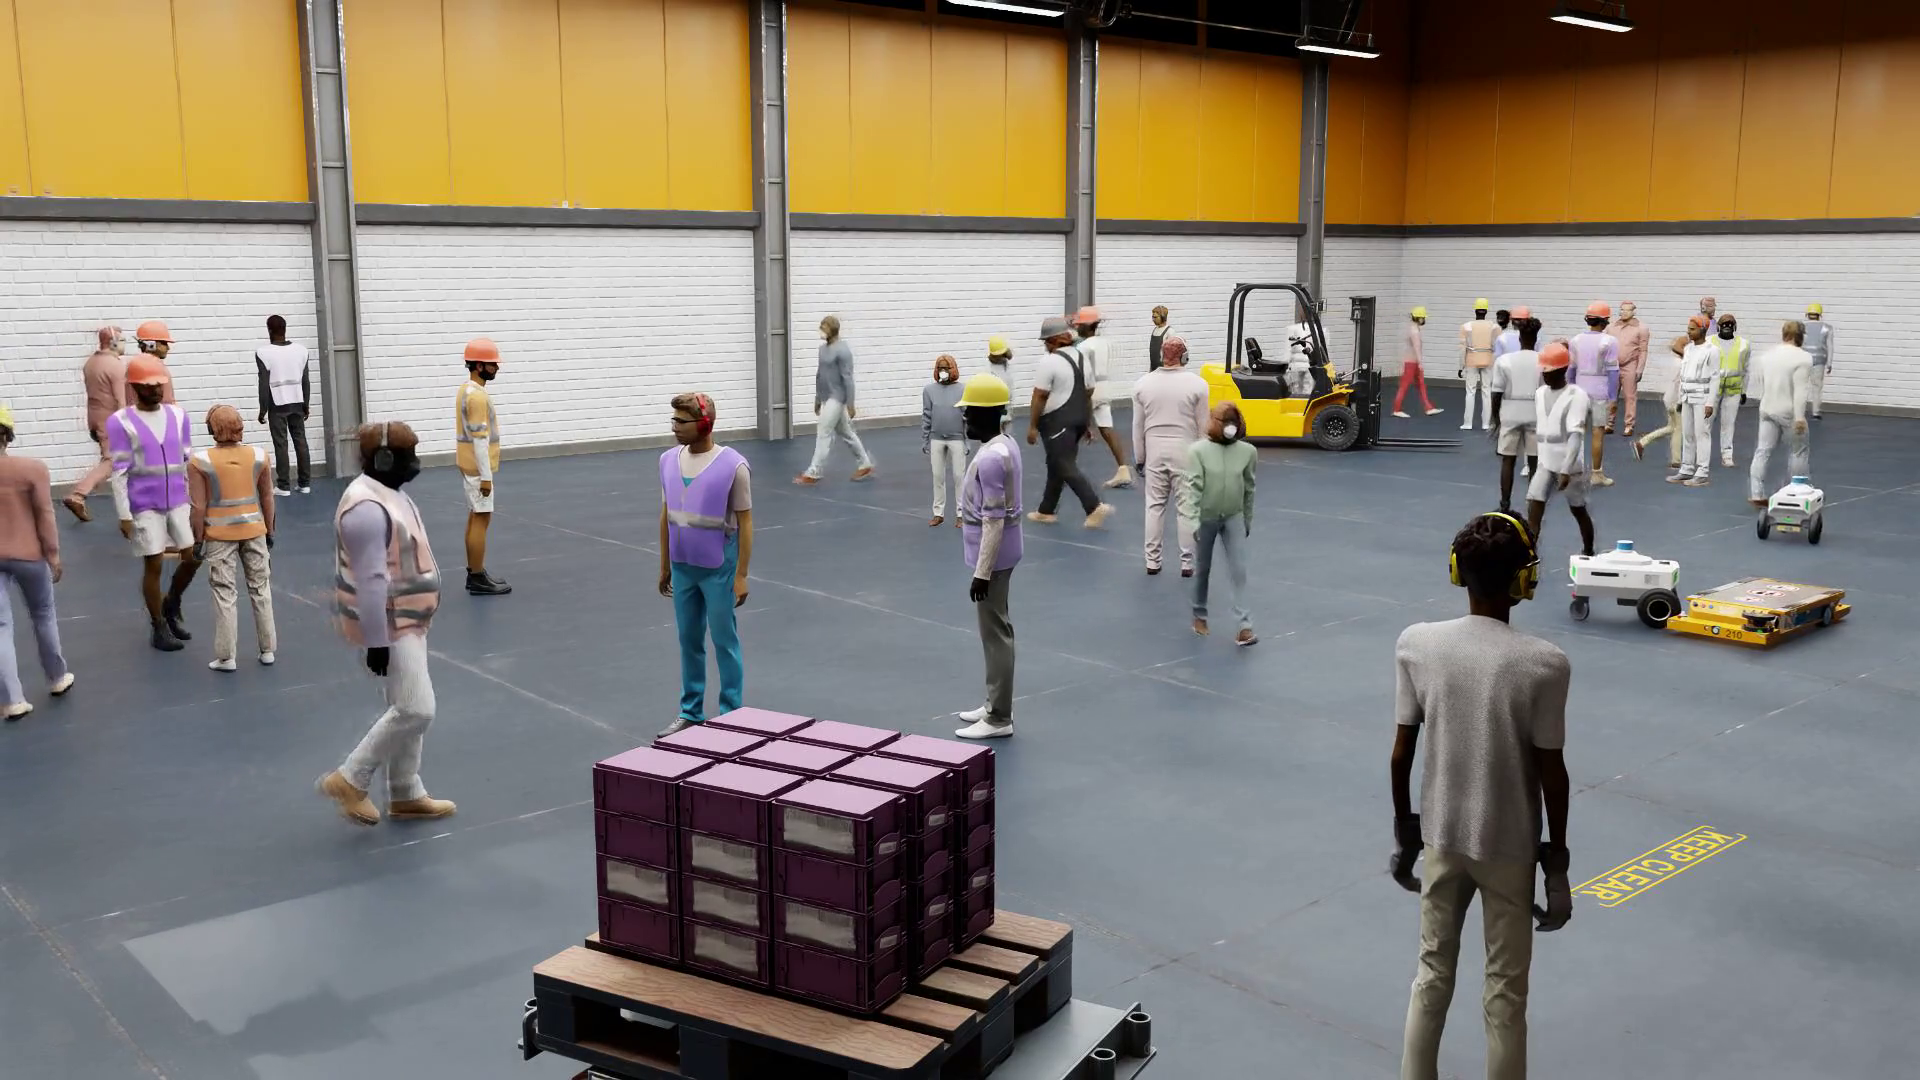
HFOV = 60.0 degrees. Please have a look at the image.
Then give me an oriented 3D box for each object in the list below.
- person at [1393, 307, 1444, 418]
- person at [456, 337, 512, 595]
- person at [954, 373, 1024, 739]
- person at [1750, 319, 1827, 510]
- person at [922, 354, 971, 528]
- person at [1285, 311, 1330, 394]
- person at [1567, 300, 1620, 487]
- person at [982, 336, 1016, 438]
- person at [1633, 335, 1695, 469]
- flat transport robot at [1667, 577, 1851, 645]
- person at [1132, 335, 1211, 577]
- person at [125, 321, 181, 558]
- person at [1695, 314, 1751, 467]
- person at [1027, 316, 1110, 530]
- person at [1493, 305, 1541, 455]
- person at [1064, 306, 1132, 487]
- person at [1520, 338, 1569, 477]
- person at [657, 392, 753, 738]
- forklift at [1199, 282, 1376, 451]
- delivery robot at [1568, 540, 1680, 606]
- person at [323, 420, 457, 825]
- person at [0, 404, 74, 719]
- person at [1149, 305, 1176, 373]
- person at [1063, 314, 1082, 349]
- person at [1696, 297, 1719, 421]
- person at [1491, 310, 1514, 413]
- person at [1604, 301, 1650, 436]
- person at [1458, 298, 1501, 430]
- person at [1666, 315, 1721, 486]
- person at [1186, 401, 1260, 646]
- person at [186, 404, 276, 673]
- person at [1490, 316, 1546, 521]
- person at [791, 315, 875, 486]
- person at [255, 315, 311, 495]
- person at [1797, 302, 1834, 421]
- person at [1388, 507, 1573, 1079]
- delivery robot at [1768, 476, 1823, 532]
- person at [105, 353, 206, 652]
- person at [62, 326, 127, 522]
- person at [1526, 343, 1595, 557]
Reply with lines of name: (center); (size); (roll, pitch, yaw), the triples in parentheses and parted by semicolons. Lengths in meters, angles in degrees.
person: (7.215, -2.768, 26.029); (0.848, 1.726, 0.555); (2, 10, 14)
person: (-3.573, -0.549, 12.479); (0.383, 1.932, 0.541); (-4, 11, -23)
person: (0.150, 0.086, 8.767); (0.363, 1.928, 0.587); (1, 10, 6)
person: (8.334, -1.246, 16.638); (0.921, 1.899, 0.656); (-3, 10, -18)
person: (-0.119, -0.924, 15.569); (0.501, 1.626, 0.282); (3, 10, 17)
person: (4.951, -2.430, 23.705); (0.596, 1.850, 0.637); (4, 11, 24)
person: (6.998, -1.613, 18.364); (0.368, 2.048, 0.608); (-7, 12, -35)
person: (0.454, -1.326, 17.704); (0.419, 1.698, 0.659); (8, 13, 39)
person: (8.450, -1.644, 19.847); (0.620, 1.611, 0.500); (4, 11, 24)
flat transport robot: (5.482, 0.468, 11.375); (1.431, 0.197, 0.652); (-9, 13, -42)
person: (1.693, -0.660, 13.195); (0.638, 1.911, 0.402); (5, 11, 25)
person: (-6.782, -0.849, 14.057); (0.612, 1.990, 0.392); (7, 12, 36)
person: (9.179, -1.797, 20.047); (0.625, 1.844, 0.429); (2, 10, 14)
person: (1.028, -1.128, 15.546); (0.969, 2.000, 0.688); (8, 12, 38)
person: (6.980, -1.975, 20.864); (0.545, 1.917, 0.523); (4, 11, 24)
person: (1.460, -1.565, 18.264); (1.068, 1.988, 0.620); (8, 12, 38)
person: (6.663, -1.487, 18.887); (0.550, 1.617, 0.332); (4, 10, 21)
person: (-1.319, 0.150, 8.635); (0.573, 1.841, 0.374); (6, 11, 31)
forklift: (4.328, -2.346, 22.227); (2.313, 2.155, 1.214); (3, 10, 16)
delivery robot: (4.609, 0.246, 11.568); (0.707, 0.478, 0.477); (3, 10, 19)
person: (-2.512, 0.382, 7.330); (0.456, 1.823, 0.645); (-1, 10, -8)
person: (-5.292, 0.092, 9.290); (0.539, 1.721, 0.830); (-3, 10, -18)
person: (2.843, -2.398, 23.572); (0.344, 1.839, 0.505); (-5, 11, -28)
person: (1.703, -2.718, 26.033); (0.521, 1.636, 0.311); (9, 13, 43)
person: (11.434, -2.769, 25.543); (0.642, 1.909, 0.409); (-8, 12, -38)
person: (8.846, -2.879, 26.851); (0.638, 1.673, 0.552); (-2, 10, -13)
person: (9.358, -2.420, 23.500); (0.410, 1.909, 0.642); (-9, 13, -42)
person: (7.554, -2.555, 24.231); (0.590, 1.927, 0.367); (1, 10, 3)
person: (8.137, -1.535, 18.384); (0.337, 1.882, 0.584); (-2, 10, -11)
person: (1.717, -0.104, 10.862); (0.506, 1.593, 0.847); (-1, 10, -8)
person: (-4.435, -0.010, 10.168); (0.514, 1.641, 0.307); (-9, 13, -43)
person: (5.381, -1.148, 15.875); (0.612, 1.963, 0.361); (3, 10, 17)
person: (-1.385, -1.550, 18.493); (1.047, 1.893, 0.642); (-5, 11, -26)
person: (-7.168, -1.426, 17.655); (0.393, 1.916, 0.591); (7, 12, 36)
person: (13.163, -2.758, 25.705); (0.598, 1.828, 0.404); (6, 12, 33)
person: (1.410, 0.842, 4.517); (0.521, 1.869, 0.328); (8, 13, 40)
delivery robot: (7.510, -0.329, 14.935); (0.477, 0.478, 0.707); (7, 12, 36)
person: (-5.138, -0.235, 10.663); (0.392, 1.920, 0.559); (7, 12, 37)
person: (-8.238, -1.119, 16.005); (0.655, 1.877, 0.889); (8, 13, 41)
person: (4.653, -0.589, 12.930); (1.035, 1.873, 0.561); (-5, 11, -28)
